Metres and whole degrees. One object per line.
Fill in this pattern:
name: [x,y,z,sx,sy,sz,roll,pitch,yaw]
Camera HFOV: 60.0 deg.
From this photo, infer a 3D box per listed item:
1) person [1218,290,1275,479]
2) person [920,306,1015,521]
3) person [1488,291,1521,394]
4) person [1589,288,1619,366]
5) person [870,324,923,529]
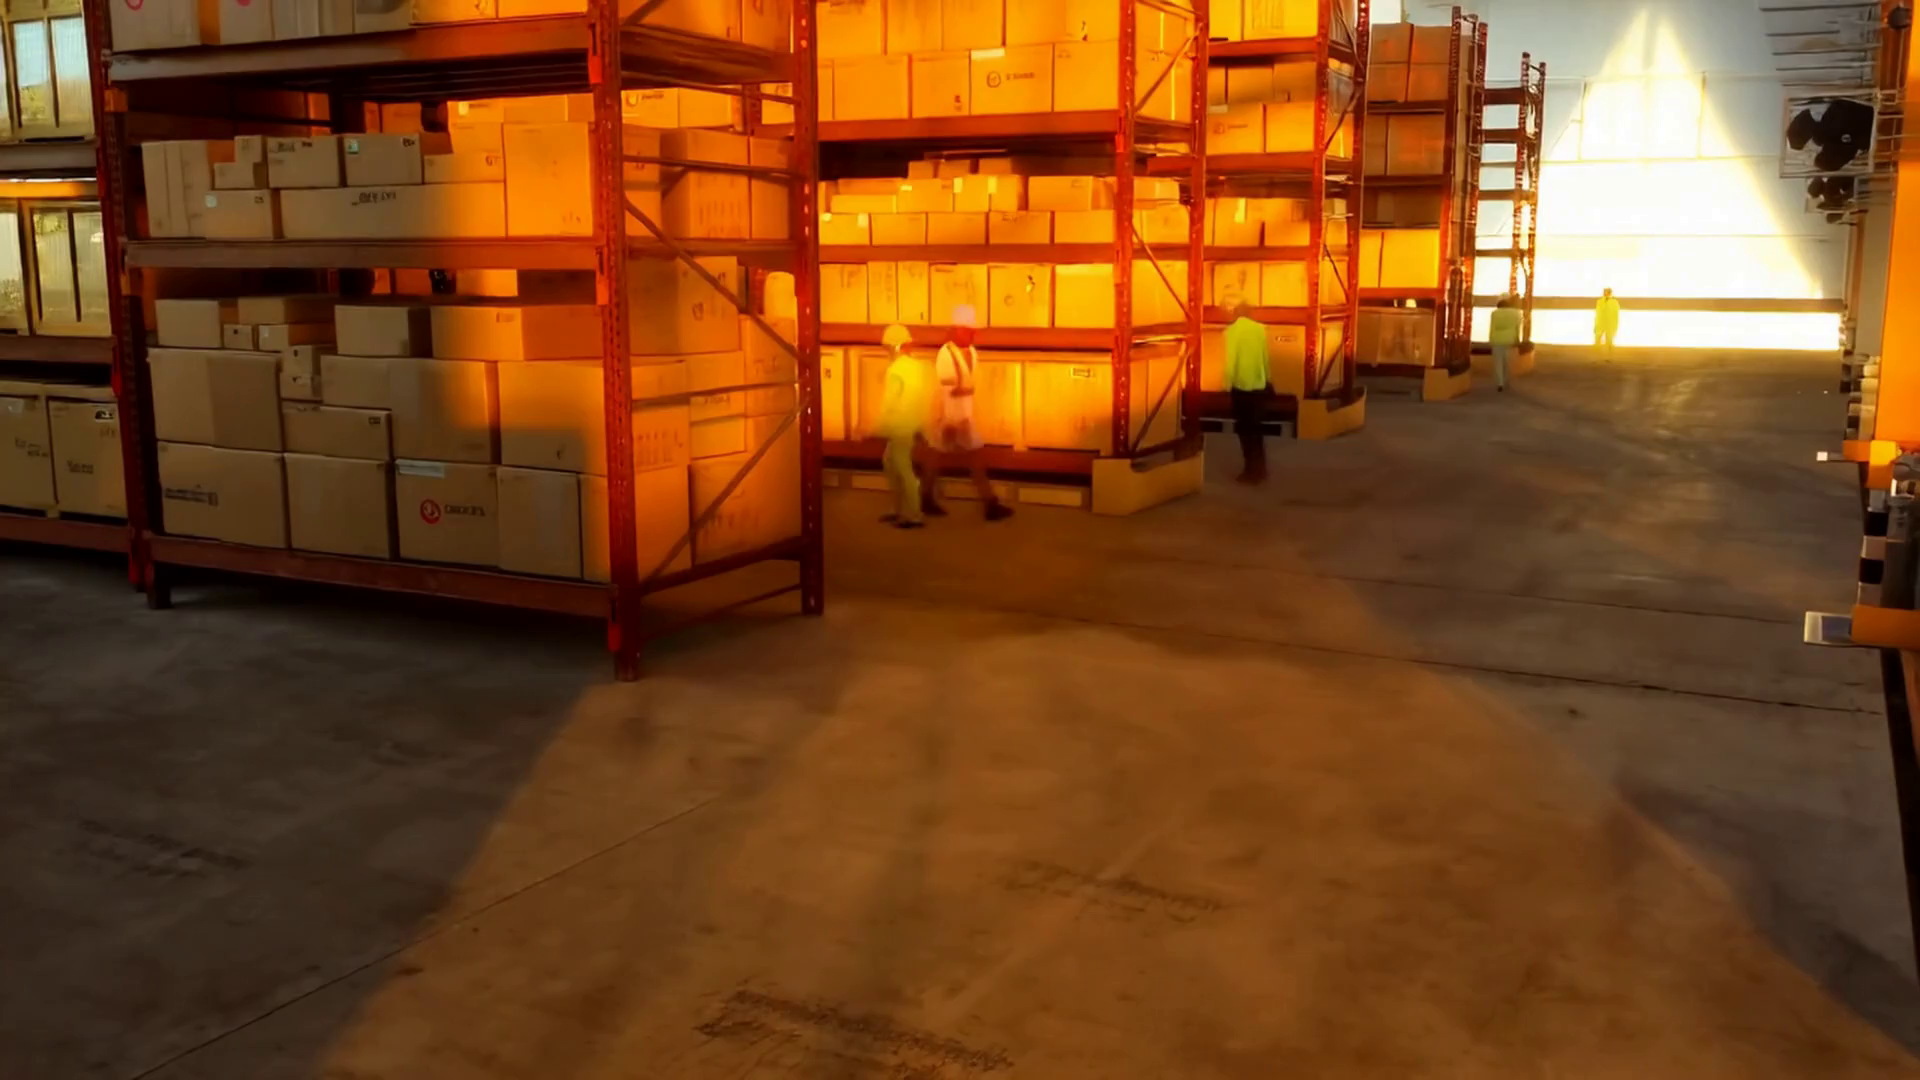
person: [2.924,-1.603,17.206,0.681,1.951,0.493,-8,12,-38]
person: [0.003,-1.100,14.531,1.009,1.876,0.559,8,12,38]
person: [9.052,-3.288,27.682,0.494,1.707,0.831,3,10,16]
person: [13.272,-4.373,34.230,0.535,1.596,0.810,8,13,40]
person: [-0.558,-0.955,14.104,0.622,1.730,0.576,3,10,16]
